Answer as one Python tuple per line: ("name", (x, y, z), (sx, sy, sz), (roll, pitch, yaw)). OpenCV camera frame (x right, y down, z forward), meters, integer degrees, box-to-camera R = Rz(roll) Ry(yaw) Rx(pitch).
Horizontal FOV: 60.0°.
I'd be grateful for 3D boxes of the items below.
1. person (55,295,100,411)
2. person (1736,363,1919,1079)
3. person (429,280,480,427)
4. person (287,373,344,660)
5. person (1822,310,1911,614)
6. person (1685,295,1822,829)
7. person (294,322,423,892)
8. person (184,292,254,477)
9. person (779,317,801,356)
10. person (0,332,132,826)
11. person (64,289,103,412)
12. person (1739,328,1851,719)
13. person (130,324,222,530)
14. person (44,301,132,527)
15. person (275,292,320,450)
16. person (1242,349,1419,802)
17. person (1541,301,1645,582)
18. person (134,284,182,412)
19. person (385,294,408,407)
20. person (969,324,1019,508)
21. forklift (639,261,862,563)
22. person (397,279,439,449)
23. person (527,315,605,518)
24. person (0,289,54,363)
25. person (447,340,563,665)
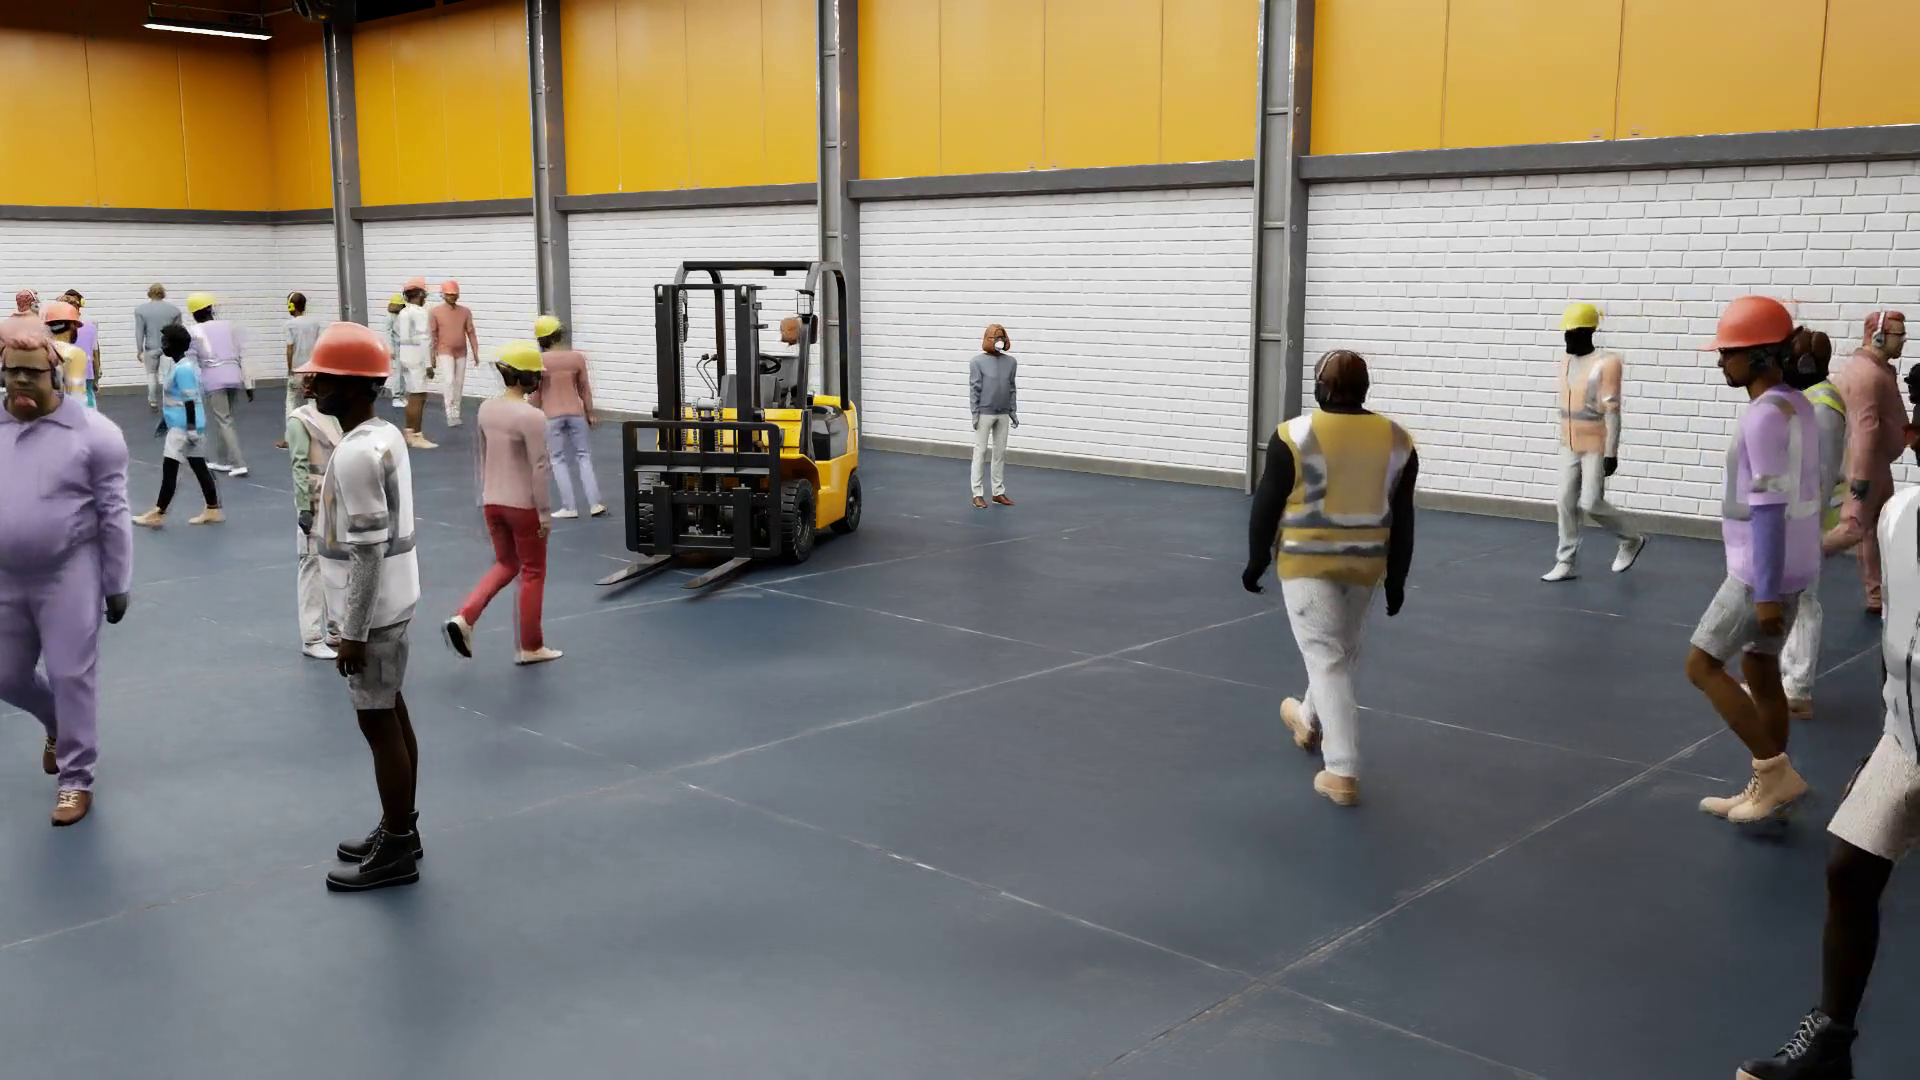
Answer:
("person", (-9.418, -1.679, 17.702), (0.374, 1.843, 0.573), (5, 10, 26))
("person", (2.340, 0.504, 4.024), (0.832, 1.930, 0.631), (-3, 10, -15))
("person", (-6.771, -2.500, 22.374), (0.617, 1.970, 0.746), (-8, 12, -41))
("person", (-3.468, -0.178, 9.129), (0.314, 1.639, 0.517), (3, 10, 15))
("person", (5.456, -0.462, 10.164), (0.819, 1.882, 0.651), (5, 11, 29))
("person", (2.971, 0.103, 6.235), (0.451, 2.022, 0.625), (7, 12, 38))
("person", (-2.045, 0.228, 5.715), (0.354, 1.942, 0.545), (-2, 9, -11))
("person", (-7.612, -1.584, 17.030), (0.886, 1.874, 0.605), (5, 11, 30))
("person", (-1.726, -1.453, 16.957), (0.401, 1.618, 0.512), (-2, 10, -13))
("person", (-3.566, 0.127, 6.509), (0.656, 1.884, 0.645), (-1, 9, -8))
("person", (-10.905, -2.160, 20.580), (0.515, 1.872, 0.328), (-4, 10, -24))
("person", (3.944, -0.079, 7.903), (0.429, 1.842, 0.633), (3, 10, 16))
("person", (-6.464, -0.918, 13.597), (0.731, 1.670, 0.542), (-4, 10, -24))
("person", (-6.765, -0.858, 12.590), (0.562, 1.869, 0.992), (3, 10, 18))
("person", (-7.745, -1.967, 19.470), (0.620, 1.856, 0.554), (6, 11, 34))
("person", (1.505, 0.108, 6.910), (0.629, 1.784, 0.989), (-2, 10, -14))
("person", (4.295, -0.658, 11.236), (0.667, 1.910, 0.610), (-4, 10, -21))
("person", (-11.710, -2.789, 24.338), (0.662, 1.892, 0.976), (-6, 11, -33))
("person", (-8.652, -2.922, 25.652), (0.349, 1.737, 0.511), (2, 10, 14))
("person", (0.304, -1.109, 14.856), (0.499, 1.634, 0.285), (-6, 11, -31))
("forklift", (-1.552, -1.040, 12.721), (1.214, 2.155, 2.313), (2, 9, 11))
("person", (-6.431, -2.076, 19.717), (0.429, 2.005, 0.683), (-8, 12, -41))
("person", (-3.370, -1.037, 14.137), (0.624, 1.732, 0.338), (-7, 11, -36))
("person", (-9.660, -1.658, 17.385), (0.639, 1.910, 0.407), (2, 9, 9))
("person", (-2.398, -0.179, 8.777), (0.541, 1.748, 0.539), (7, 11, 35))
